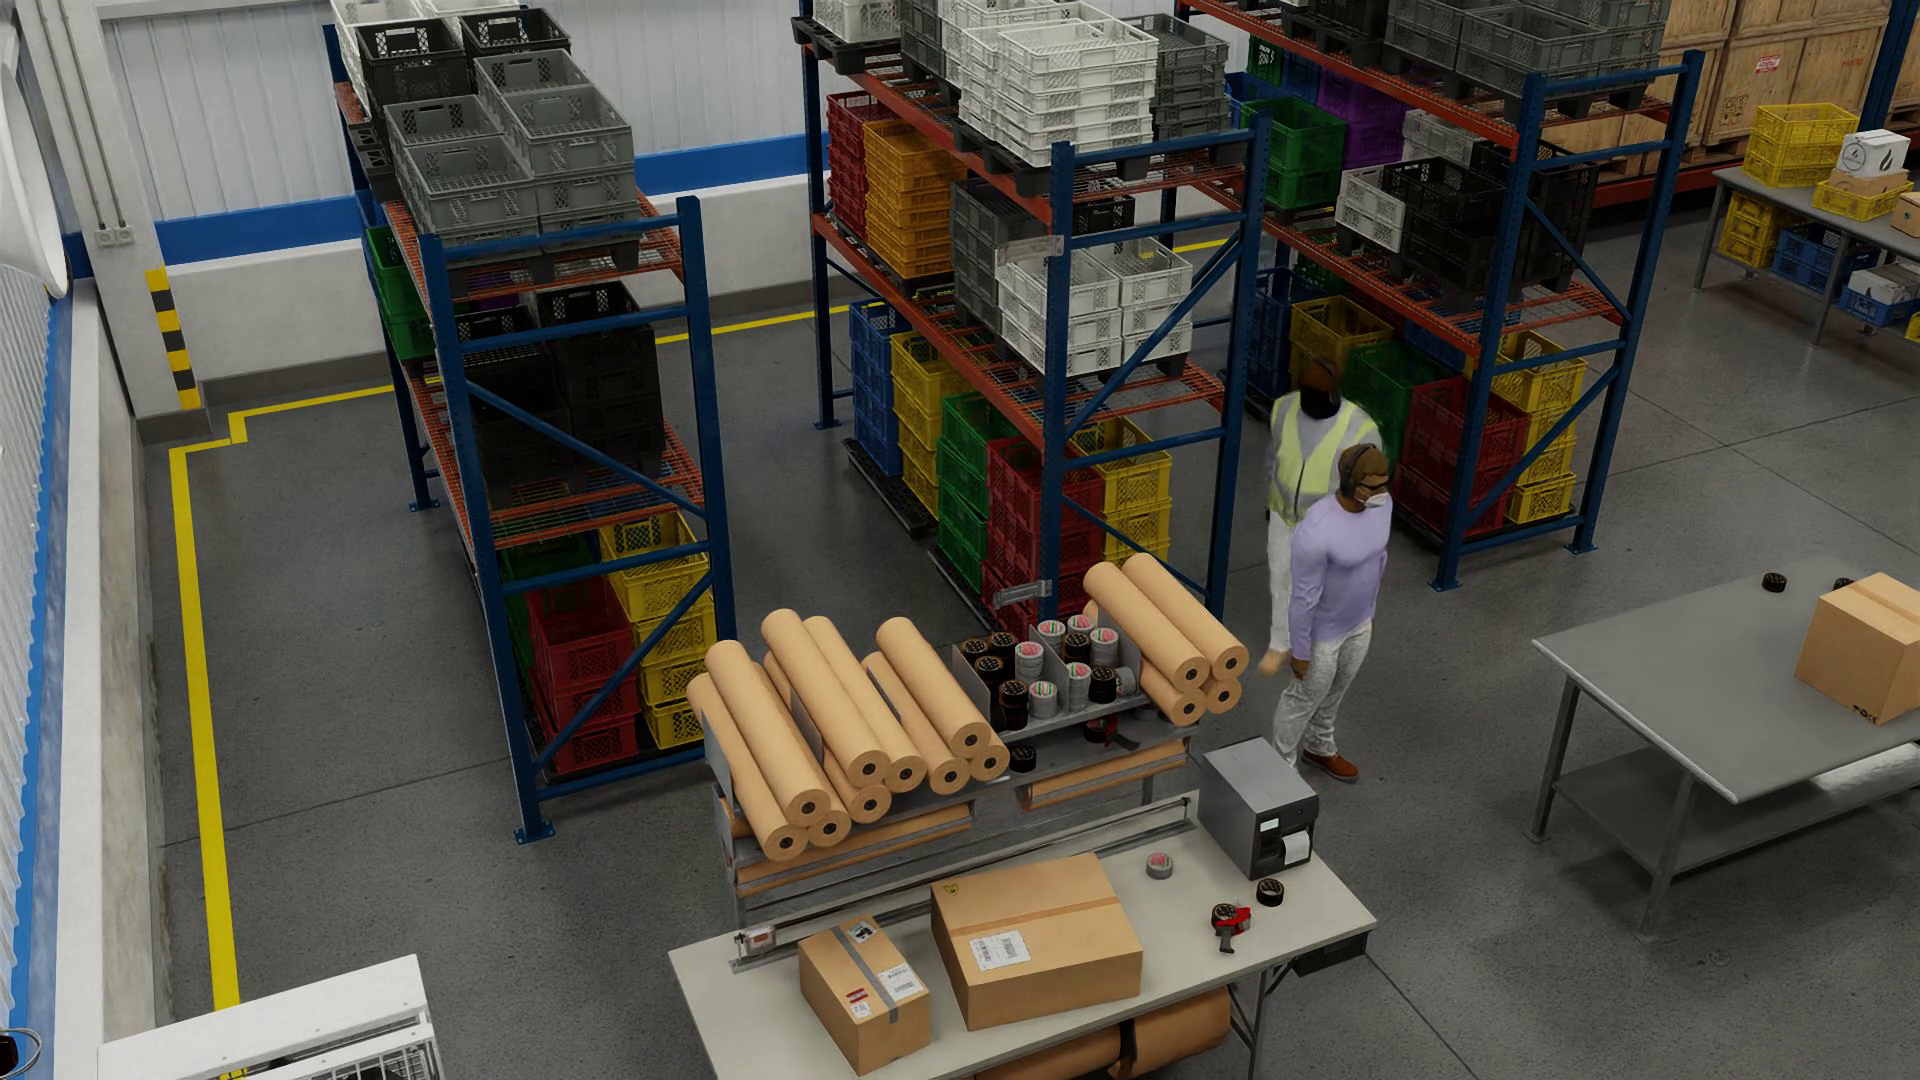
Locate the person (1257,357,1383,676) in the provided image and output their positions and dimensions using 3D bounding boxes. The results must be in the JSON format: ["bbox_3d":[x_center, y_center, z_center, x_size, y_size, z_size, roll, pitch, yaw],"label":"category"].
[{"bbox_3d":[1.911,-0.183,8.803,0.641,1.808,0.776,20,37,29],"label":"person"}]

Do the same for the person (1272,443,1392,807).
[{"bbox_3d":[1.733,0.394,7.733,0.628,1.931,0.358,-25,40,-35],"label":"person"}]

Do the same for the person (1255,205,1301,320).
[{"bbox_3d":[2.455,-2.523,12.542,0.682,1.857,0.671,-2,32,-3],"label":"person"}]
